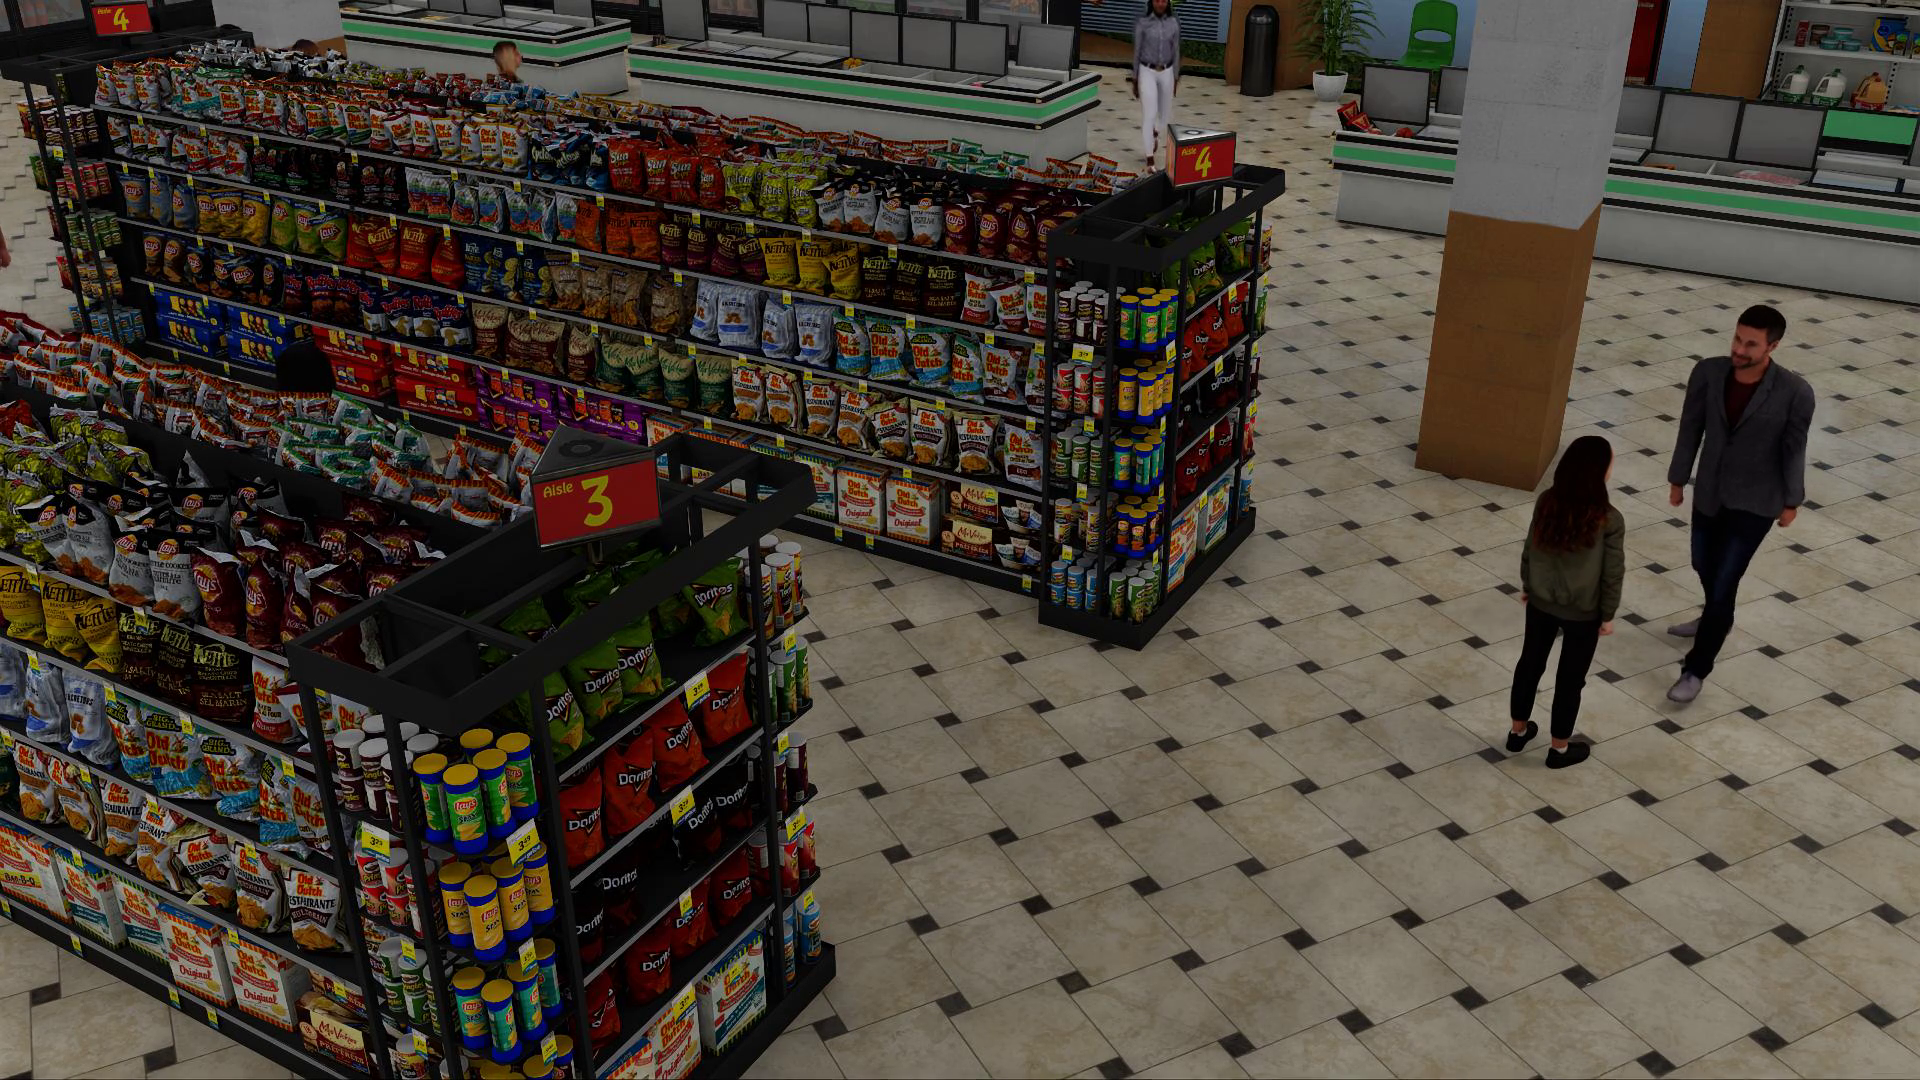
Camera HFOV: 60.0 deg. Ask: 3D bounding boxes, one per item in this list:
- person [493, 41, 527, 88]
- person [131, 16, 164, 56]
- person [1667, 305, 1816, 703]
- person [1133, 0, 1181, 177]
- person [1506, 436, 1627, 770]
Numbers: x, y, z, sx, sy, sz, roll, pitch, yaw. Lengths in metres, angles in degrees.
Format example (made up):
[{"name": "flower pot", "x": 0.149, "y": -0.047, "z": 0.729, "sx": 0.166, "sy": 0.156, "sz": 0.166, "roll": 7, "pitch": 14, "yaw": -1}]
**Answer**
[{"name": "person", "x": -3.674, "y": -3.184, "z": 13.528, "sx": 1.052, "sy": 1.641, "sz": 1.034, "roll": -9, "pitch": 28, "yaw": -18}, {"name": "person", "x": -6.664, "y": -3.541, "z": 14.045, "sx": 0.811, "sy": 1.809, "sz": 0.772, "roll": 11, "pitch": 29, "yaw": 21}, {"name": "person", "x": 3.488, "y": -0.193, "z": 7.434, "sx": 1.011, "sy": 1.818, "sz": 1.107, "roll": -19, "pitch": 33, "yaw": -33}, {"name": "person", "x": 1.846, "y": -4.359, "z": 15.771, "sx": 1.008, "sy": 1.707, "sz": 0.980, "roll": -1, "pitch": 27, "yaw": -2}, {"name": "person", "x": 2.516, "y": 0.260, "z": 6.918, "sx": 0.699, "sy": 1.475, "sz": 0.550, "roll": -22, "pitch": 34, "yaw": -36}]
